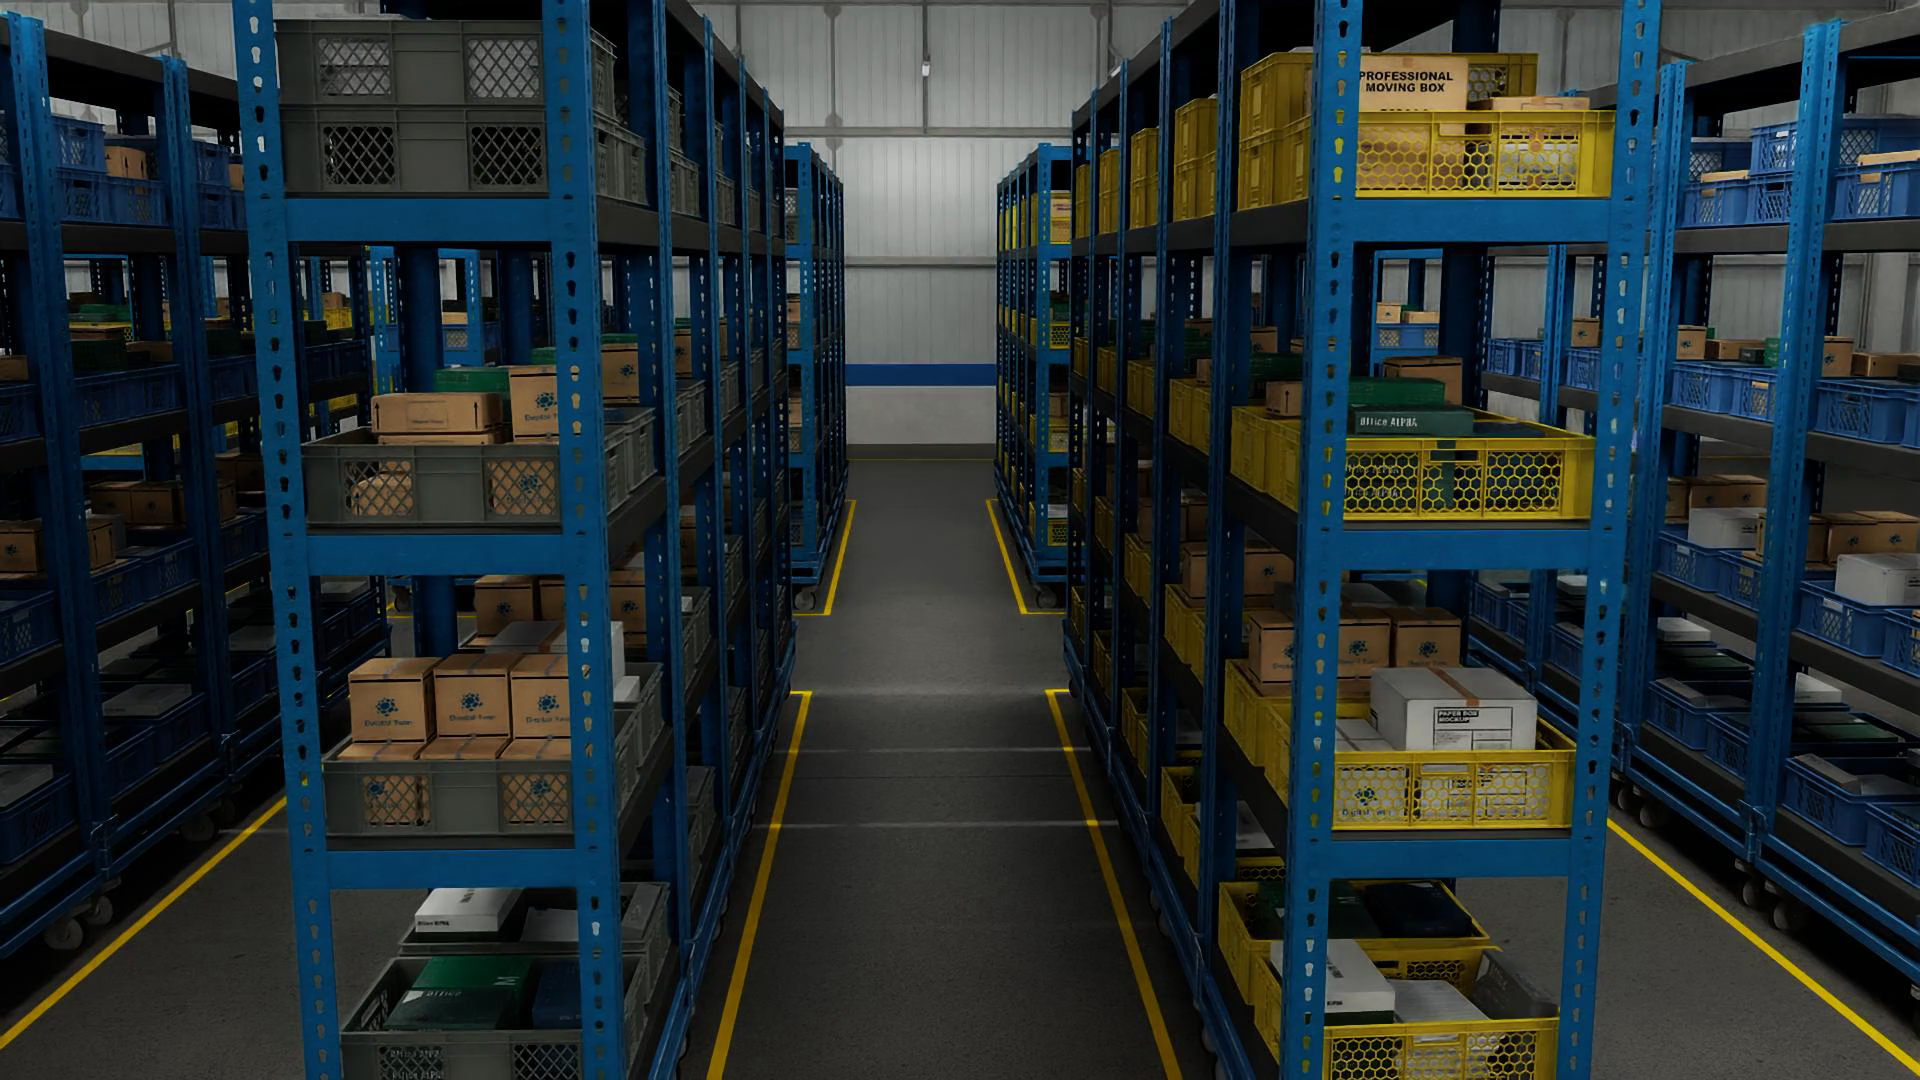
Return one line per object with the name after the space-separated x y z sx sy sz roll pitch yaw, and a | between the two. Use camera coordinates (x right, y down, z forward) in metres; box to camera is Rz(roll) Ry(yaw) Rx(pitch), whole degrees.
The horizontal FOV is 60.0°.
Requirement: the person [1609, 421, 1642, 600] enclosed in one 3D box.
4.657 -0.141 11.684 0.619 1.829 0.581 -1 9 -5 | person
